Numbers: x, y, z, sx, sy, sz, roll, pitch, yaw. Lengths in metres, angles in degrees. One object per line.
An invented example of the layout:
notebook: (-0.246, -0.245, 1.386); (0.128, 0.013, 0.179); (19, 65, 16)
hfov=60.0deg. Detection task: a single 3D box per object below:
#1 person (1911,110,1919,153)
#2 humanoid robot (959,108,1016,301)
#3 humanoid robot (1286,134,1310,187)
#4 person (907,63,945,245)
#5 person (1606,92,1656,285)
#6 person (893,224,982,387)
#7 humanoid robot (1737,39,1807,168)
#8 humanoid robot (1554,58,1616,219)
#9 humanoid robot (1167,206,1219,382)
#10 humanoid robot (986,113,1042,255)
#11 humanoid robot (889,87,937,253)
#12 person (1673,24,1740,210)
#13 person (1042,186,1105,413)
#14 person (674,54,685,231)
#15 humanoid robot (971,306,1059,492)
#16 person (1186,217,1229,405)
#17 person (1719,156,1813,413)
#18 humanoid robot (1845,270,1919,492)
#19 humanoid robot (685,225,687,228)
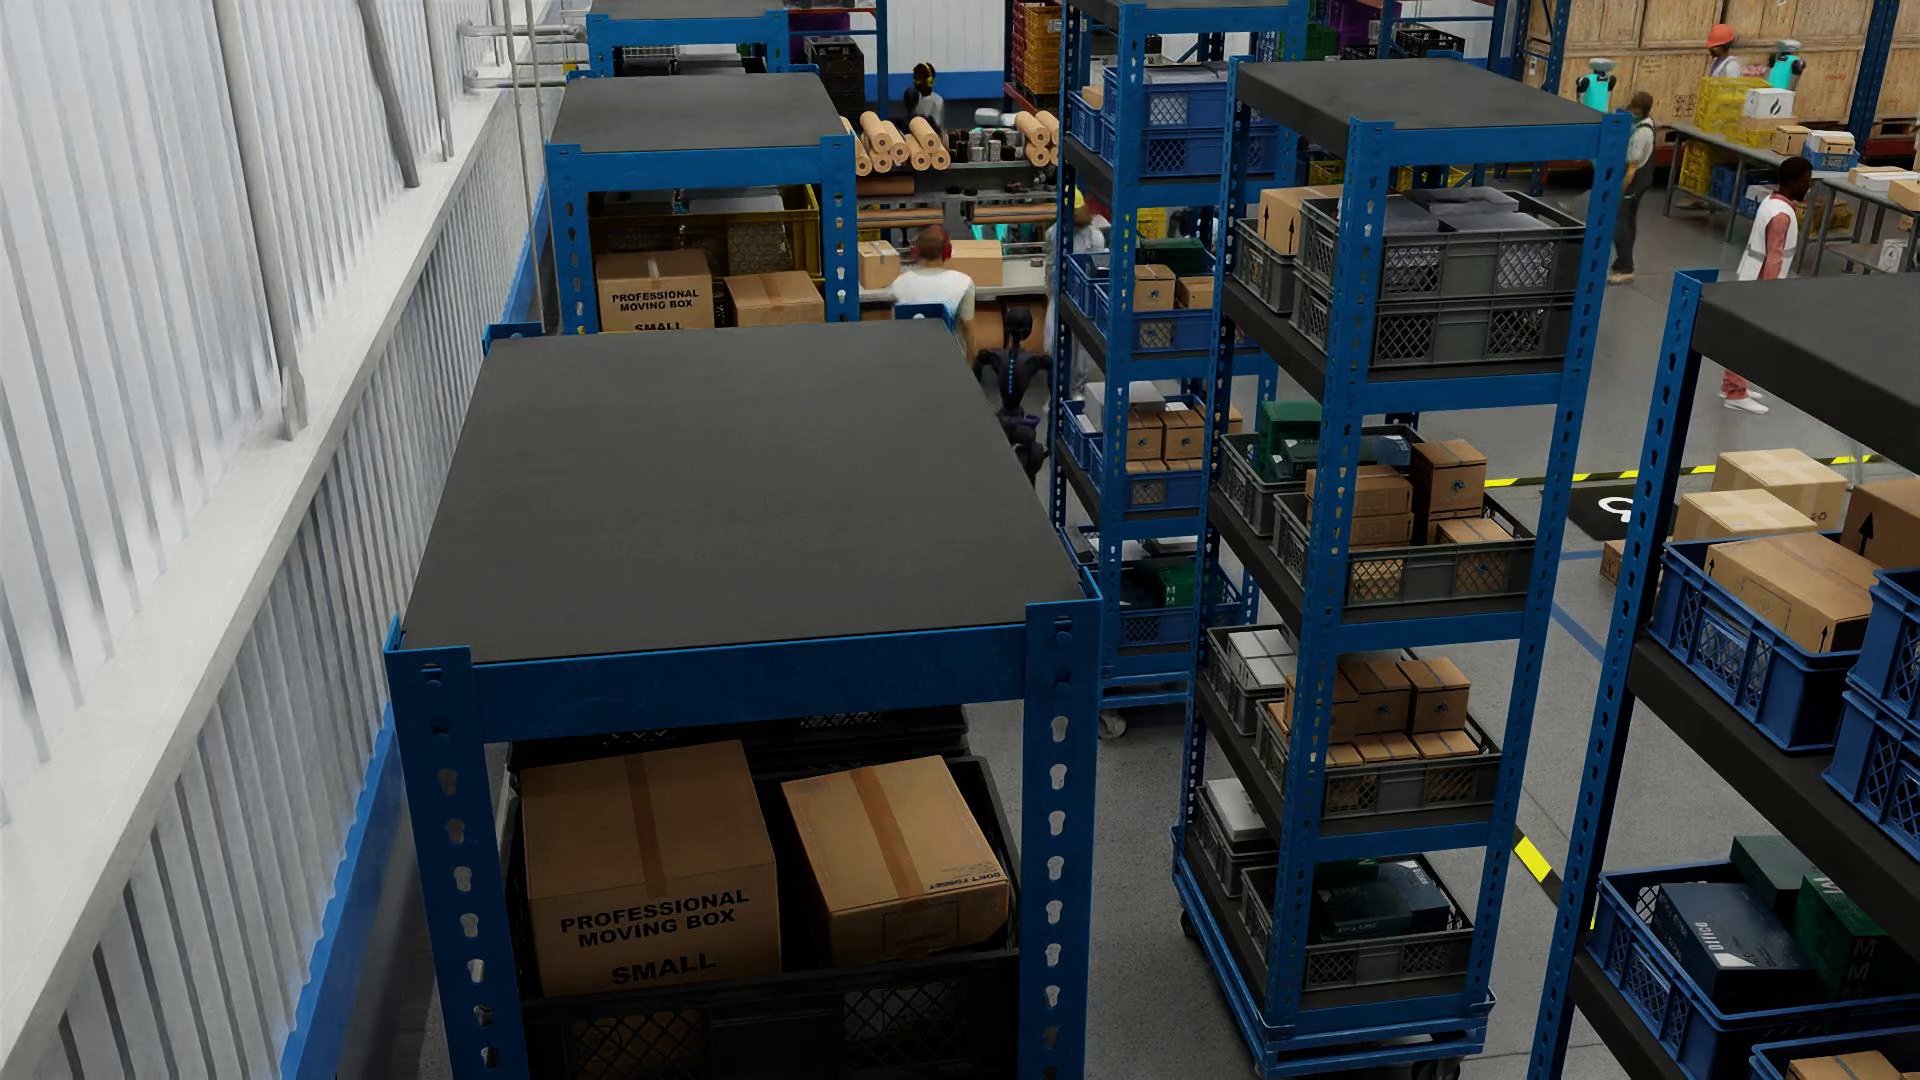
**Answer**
person: (10.692, -4.586, 18.272); (0.373, 1.934, 0.550); (-3, 25, -7)
humanoid robot: (0.260, -2.911, 14.836); (0.541, 1.762, 0.674); (-2, 25, -4)
humanoid robot: (3.759, -4.515, 18.444); (0.405, 1.637, 0.619); (9, 26, 18)
person: (-0.351, -3.869, 16.816); (0.362, 1.853, 0.534); (-15, 29, -30)
person: (6.335, -3.309, 15.665); (0.385, 1.805, 0.611); (14, 28, 27)
person: (-0.162, -1.137, 10.905); (0.607, 1.817, 0.555); (10, 26, 20)
humanoid robot: (9.019, -4.715, 18.924); (0.806, 1.887, 0.541); (-4, 25, -9)
humanoid robot: (6.849, -4.189, 17.684); (0.552, 1.750, 1.034); (-14, 28, -28)
humanoid robot: (1.810, -2.058, 13.136); (0.599, 1.664, 0.387); (-13, 28, -27)
humanoid robot: (0.521, -3.015, 15.195); (0.550, 1.850, 0.806); (4, 25, 9)
humanoid robot: (-0.509, -3.696, 16.643); (0.599, 1.655, 0.360); (-1, 25, -2)
person: (8.239, -4.628, 18.277); (0.683, 2.002, 0.664); (4, 25, 8)
person: (0.824, -1.766, 12.389); (0.491, 1.725, 0.543); (8, 26, 18)
person: (-2.827, -4.135, 17.394); (0.503, 1.858, 0.343); (17, 30, 32)
humanoid robot: (0.303, -0.607, 9.988); (0.609, 1.620, 0.775); (4, 25, 9)
person: (1.628, -1.271, 11.173); (0.397, 1.847, 0.587); (-4, 25, -10)
person: (6.045, -1.928, 12.519); (0.371, 1.915, 0.596); (7, 26, 16)
humanoid robot: (6.155, -1.024, 10.813); (1.039, 1.753, 0.540); (-10, 27, -22)
humanoid robot: (-1.955, -2.281, 13.557); (0.552, 1.815, 0.799); (-4, 25, -9)
